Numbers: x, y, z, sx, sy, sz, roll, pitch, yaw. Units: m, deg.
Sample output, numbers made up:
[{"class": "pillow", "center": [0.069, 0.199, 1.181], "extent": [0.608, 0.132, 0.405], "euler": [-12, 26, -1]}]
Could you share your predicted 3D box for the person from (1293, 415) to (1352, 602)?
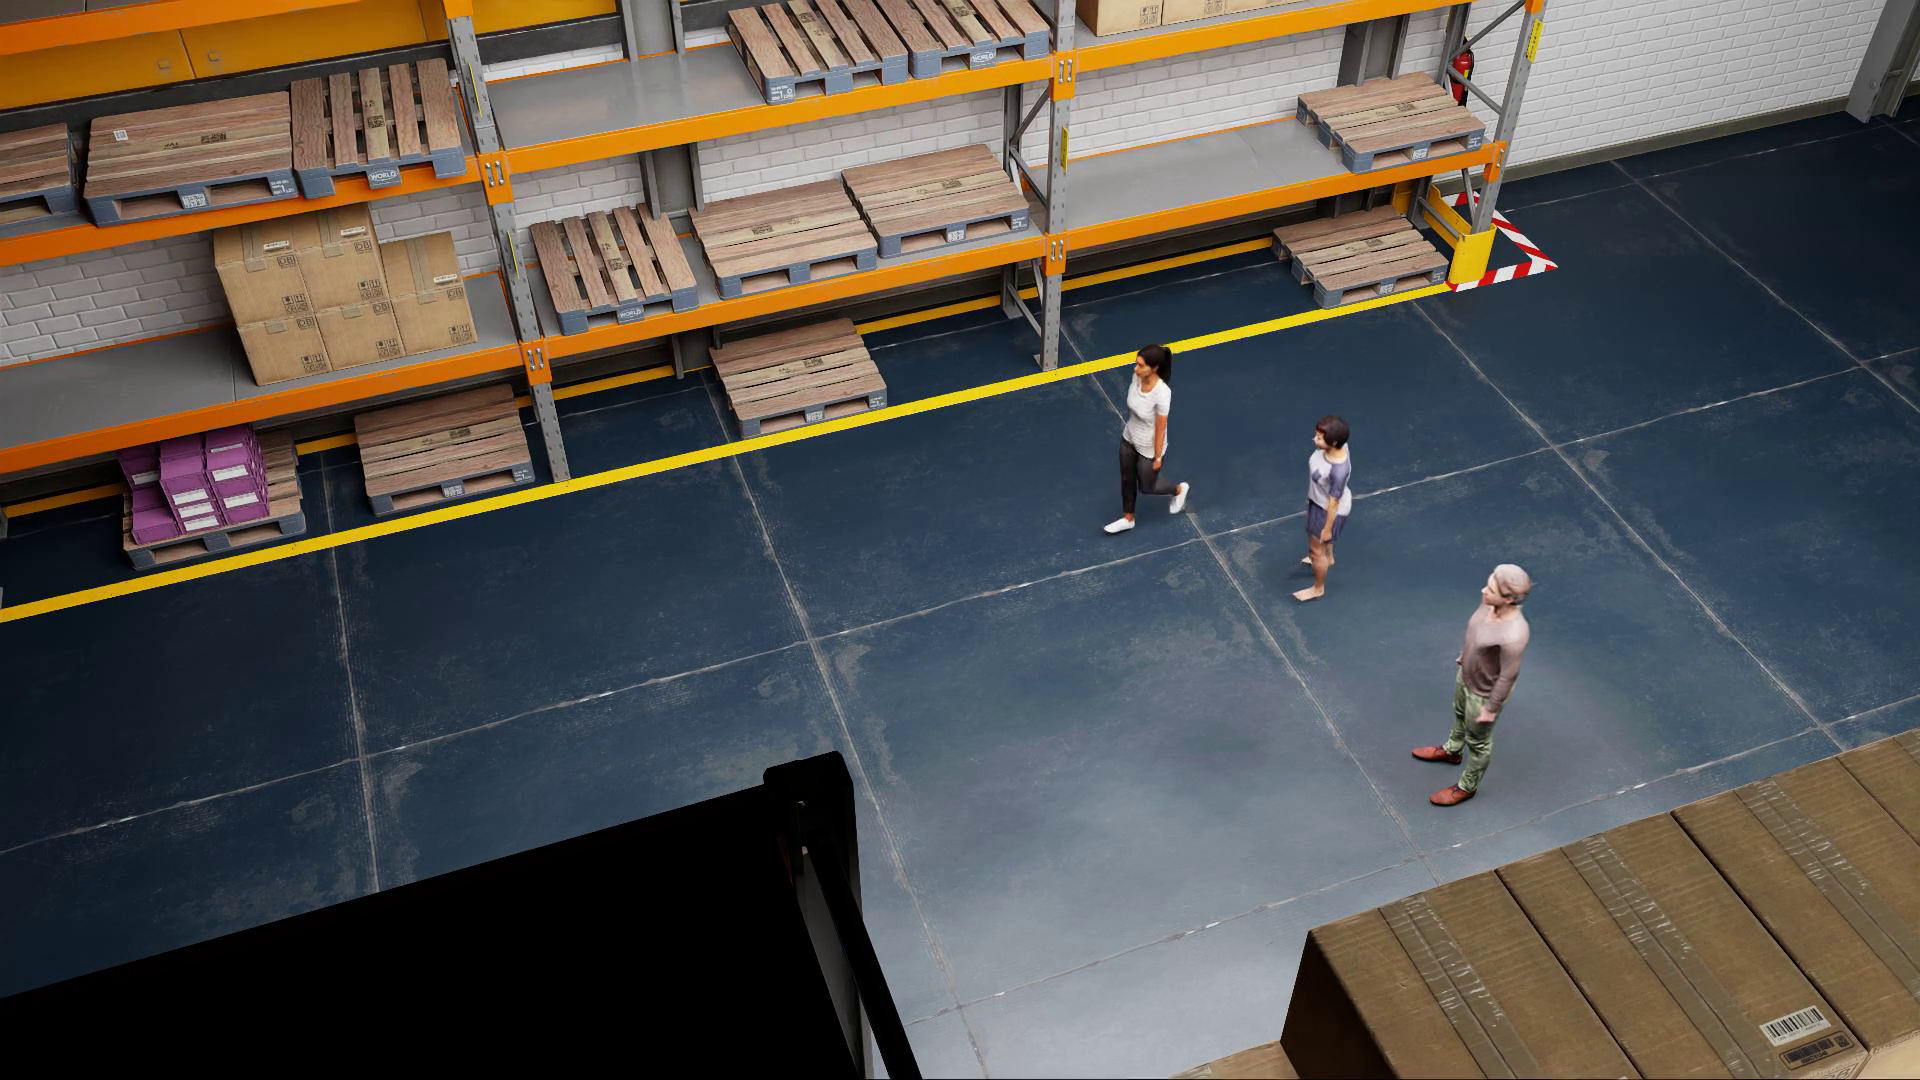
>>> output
[{"class": "person", "center": [2.497, -0.254, 11.292], "extent": [0.723, 1.556, 0.737], "euler": [0, 44, 0]}]

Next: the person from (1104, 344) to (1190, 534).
[{"class": "person", "center": [1.371, -0.711, 11.716], "extent": [0.913, 1.633, 0.659], "euler": [-21, 48, -21]}]

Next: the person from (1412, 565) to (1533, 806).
[{"class": "person", "center": [3.115, 0.848, 9.907], "extent": [0.682, 1.871, 0.741], "euler": [-3, 44, -3]}]
